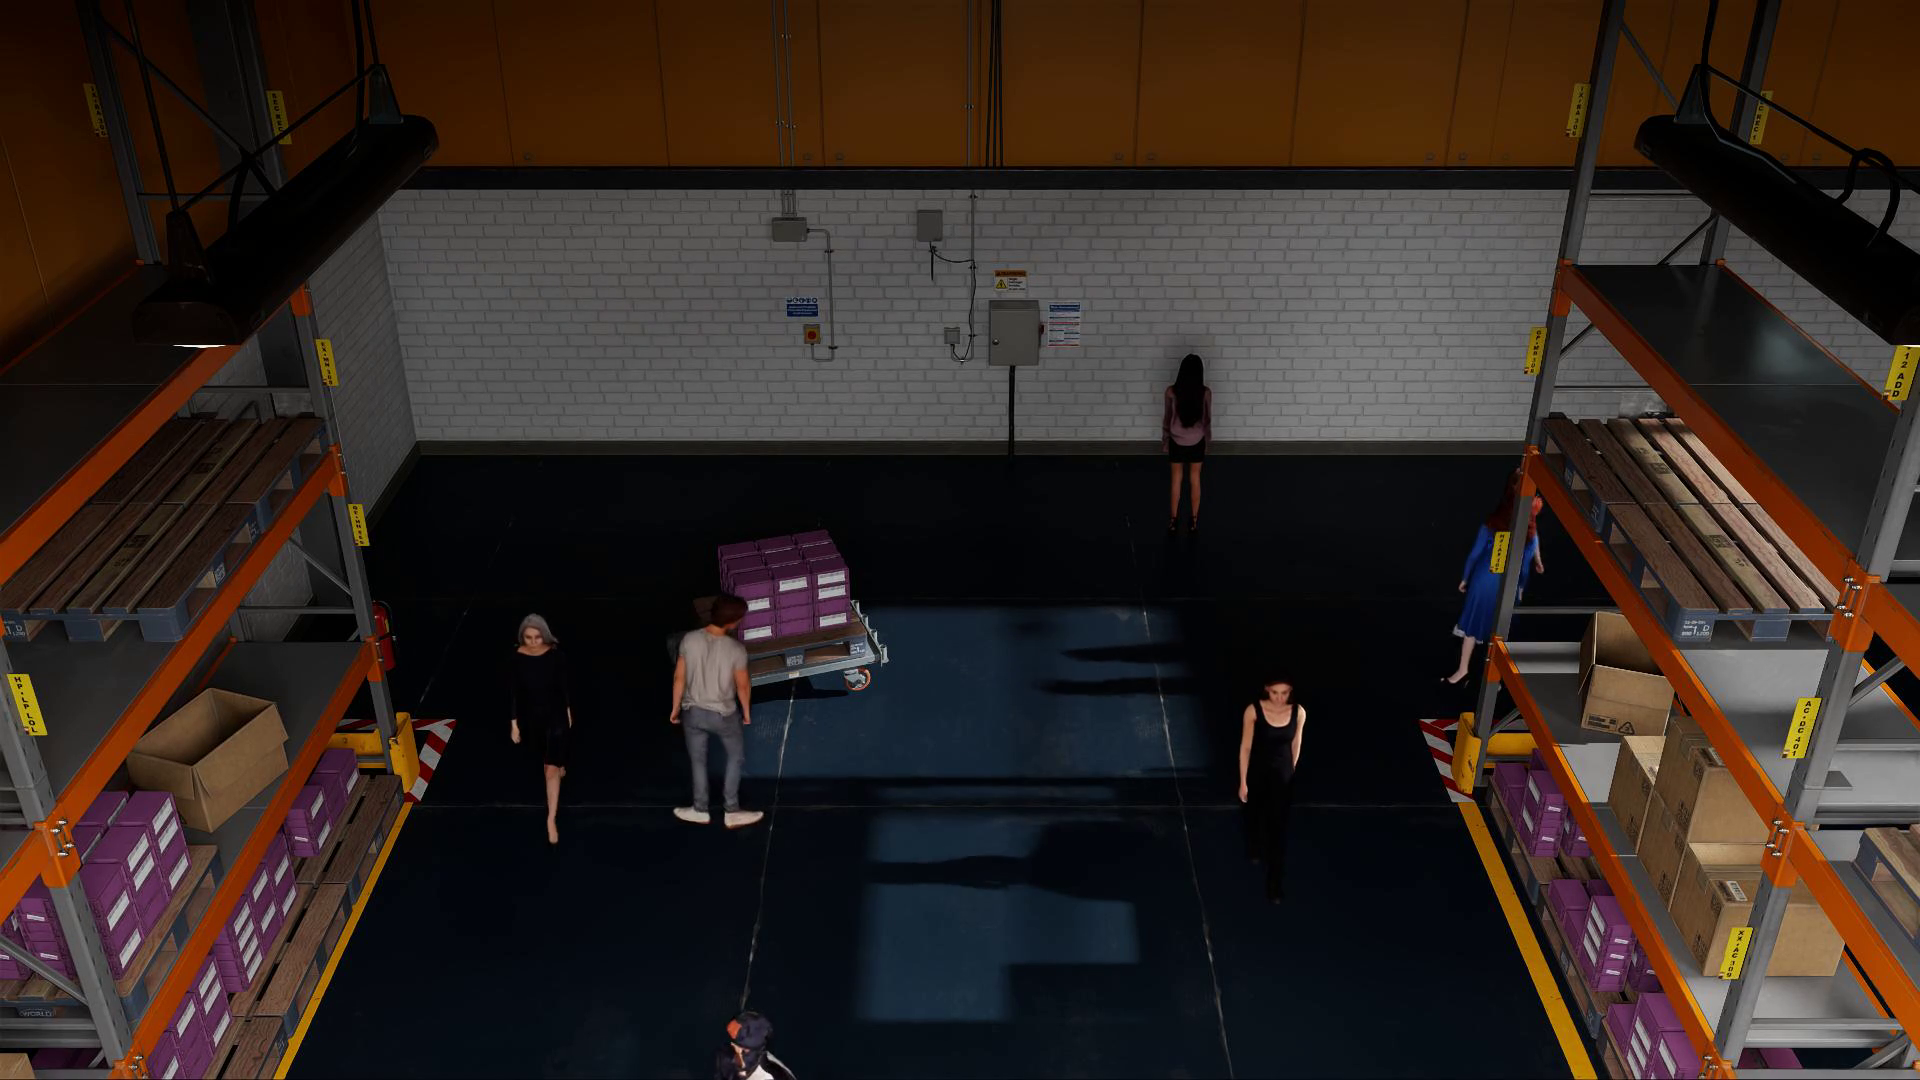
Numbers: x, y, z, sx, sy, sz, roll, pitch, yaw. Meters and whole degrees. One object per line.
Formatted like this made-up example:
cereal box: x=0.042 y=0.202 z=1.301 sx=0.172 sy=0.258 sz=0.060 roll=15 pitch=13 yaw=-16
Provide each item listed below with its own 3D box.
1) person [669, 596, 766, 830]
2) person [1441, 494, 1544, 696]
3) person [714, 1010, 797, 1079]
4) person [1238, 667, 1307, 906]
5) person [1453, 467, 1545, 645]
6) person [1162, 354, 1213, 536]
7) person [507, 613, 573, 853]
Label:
person: x=-1.808 y=1.225 z=11.670 sx=0.829 sy=1.845 sz=0.533 roll=-6 pitch=29 yaw=-10
person: x=4.157 y=0.430 z=13.188 sx=0.749 sy=1.789 sz=0.662 roll=1 pitch=29 yaw=2
person: x=-0.951 y=3.035 z=8.348 sx=1.260 sy=1.850 sz=1.207 roll=-26 pitch=38 yaw=-38
person: x=2.072 y=1.539 z=11.293 sx=0.616 sy=1.657 sz=1.002 roll=2 pitch=29 yaw=4
person: x=4.403 y=0.167 z=13.752 sx=1.141 sy=1.709 sz=1.086 roll=25 pitch=37 yaw=38
person: x=2.127 y=-0.890 z=15.584 sx=0.628 sy=1.811 sz=0.539 roll=2 pitch=29 yaw=4
person: x=-2.945 y=1.242 z=11.780 sx=0.669 sy=1.711 sz=1.168 roll=-3 pitch=29 yaw=-6
